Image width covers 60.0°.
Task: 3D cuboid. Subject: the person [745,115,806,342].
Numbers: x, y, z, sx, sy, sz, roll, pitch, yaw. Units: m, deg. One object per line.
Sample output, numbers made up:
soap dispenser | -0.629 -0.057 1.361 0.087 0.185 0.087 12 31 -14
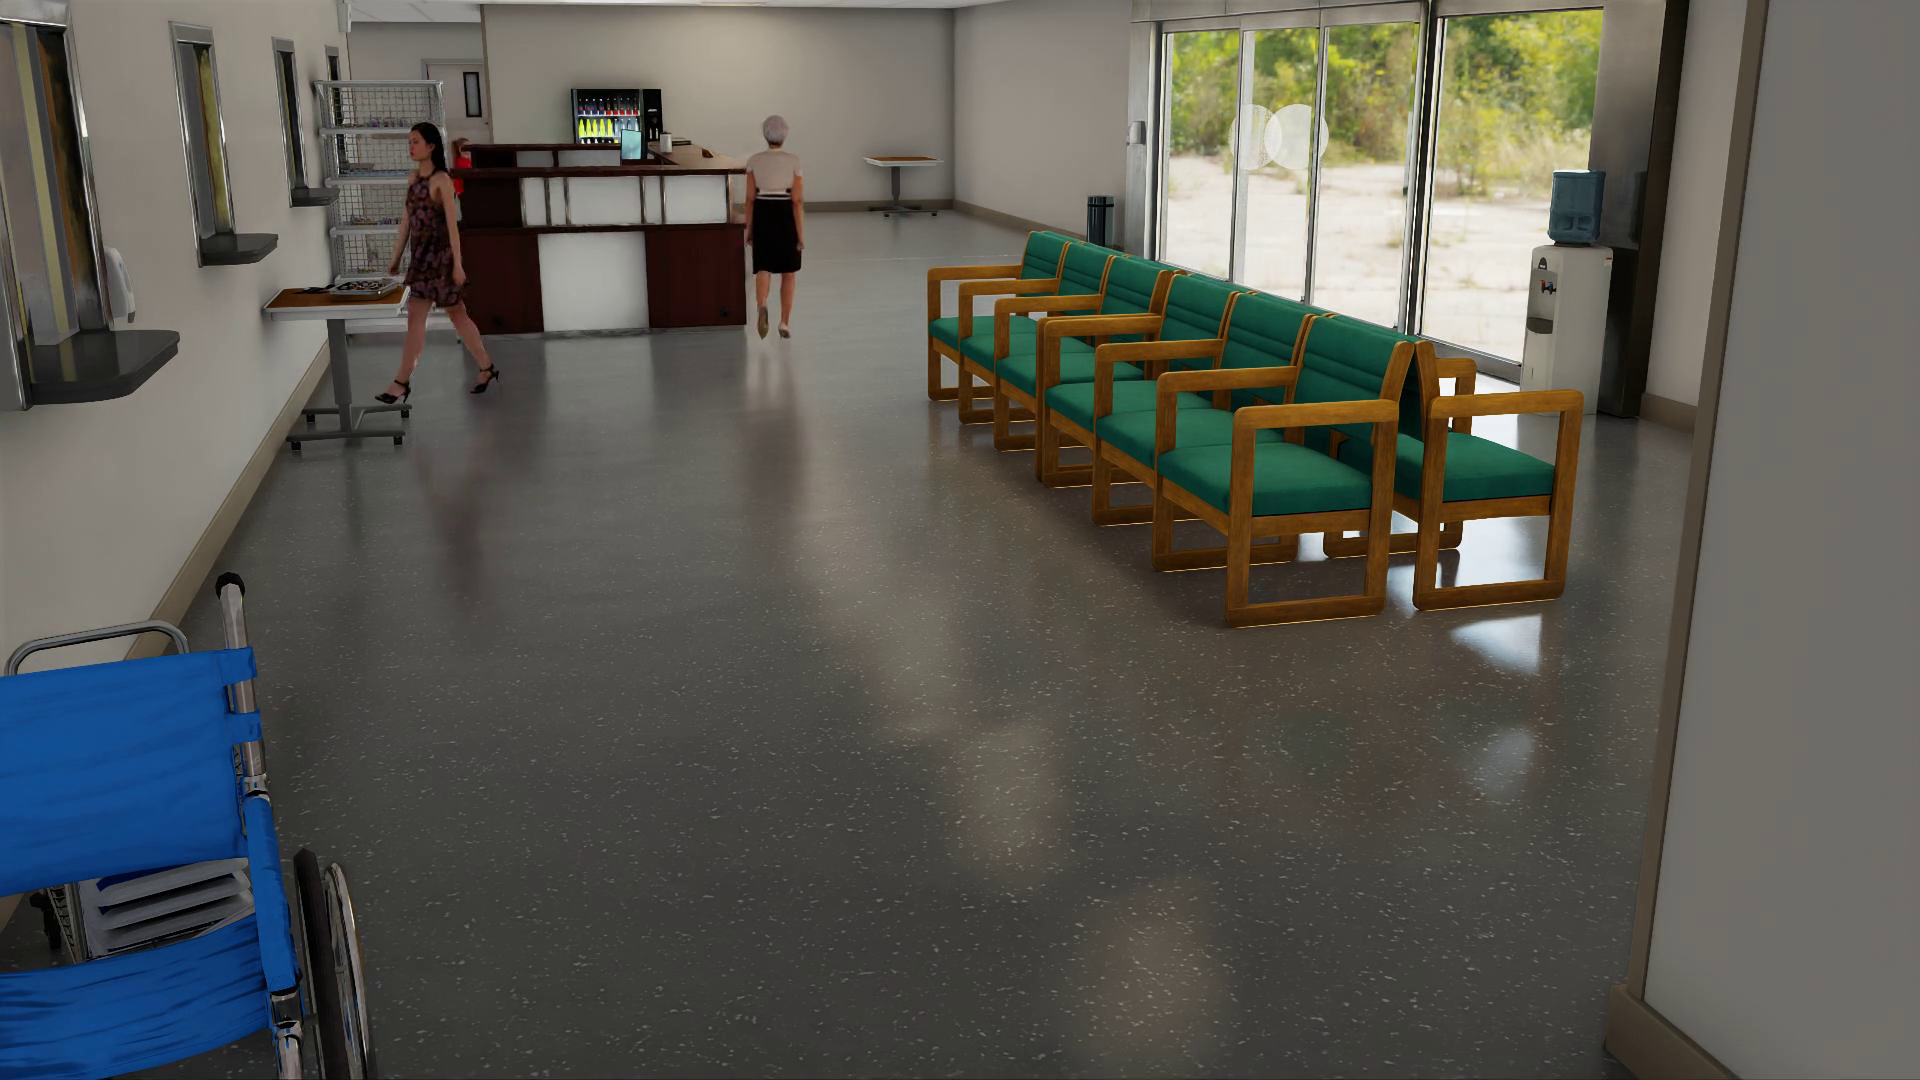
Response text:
person | -1.432 -2.344 12.759 1.032 1.733 0.895 1 16 4

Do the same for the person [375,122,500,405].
person | -3.258 -1.710 10.528 0.999 1.723 1.214 15 21 42
